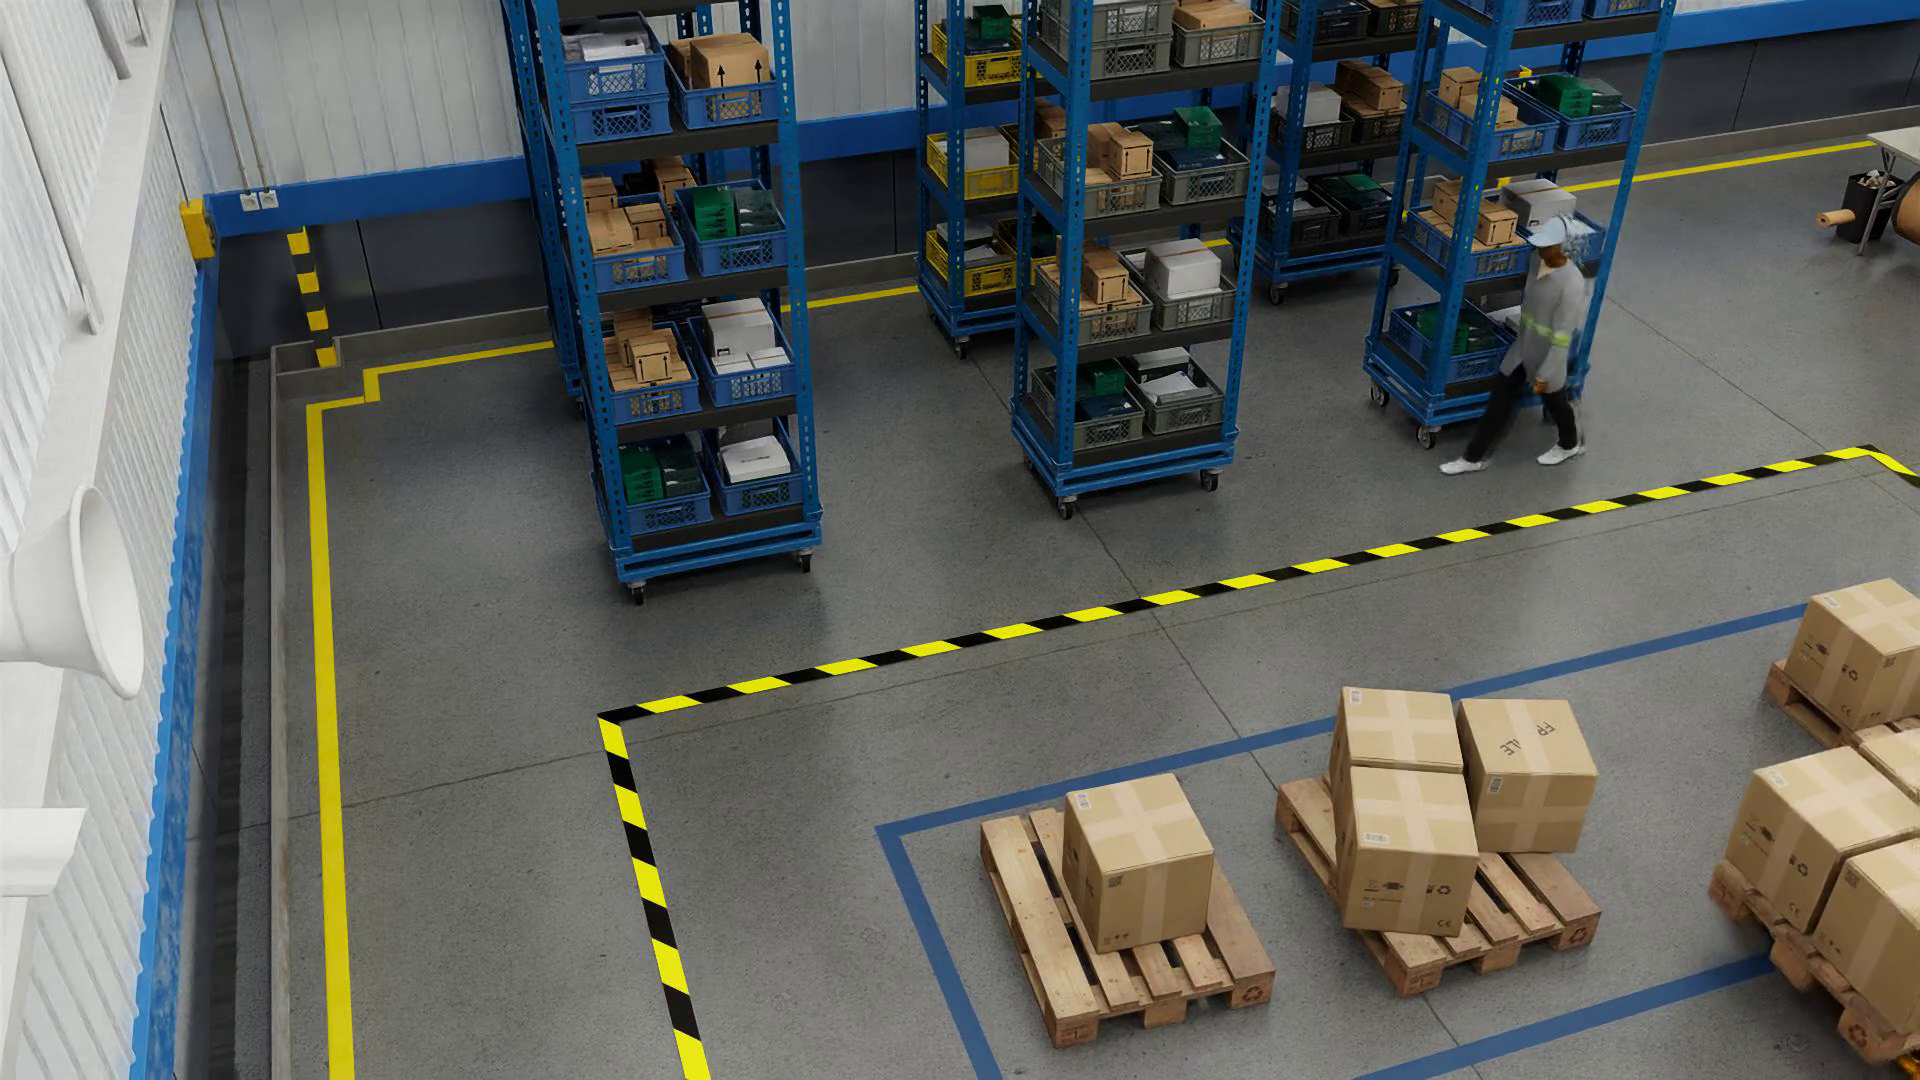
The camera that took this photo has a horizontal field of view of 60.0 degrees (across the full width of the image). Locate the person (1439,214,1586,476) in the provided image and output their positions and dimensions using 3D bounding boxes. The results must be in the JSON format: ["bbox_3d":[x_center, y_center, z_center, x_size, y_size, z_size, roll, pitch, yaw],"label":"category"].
[{"bbox_3d":[3.647,-1.202,10.432,0.981,1.797,0.598,-9,36,-12],"label":"person"}]

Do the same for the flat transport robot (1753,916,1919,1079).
[{"bbox_3d":[4.134,1.861,7.393,0.652,0.197,1.431,-11,37,-15],"label":"flat transport robot"}]
